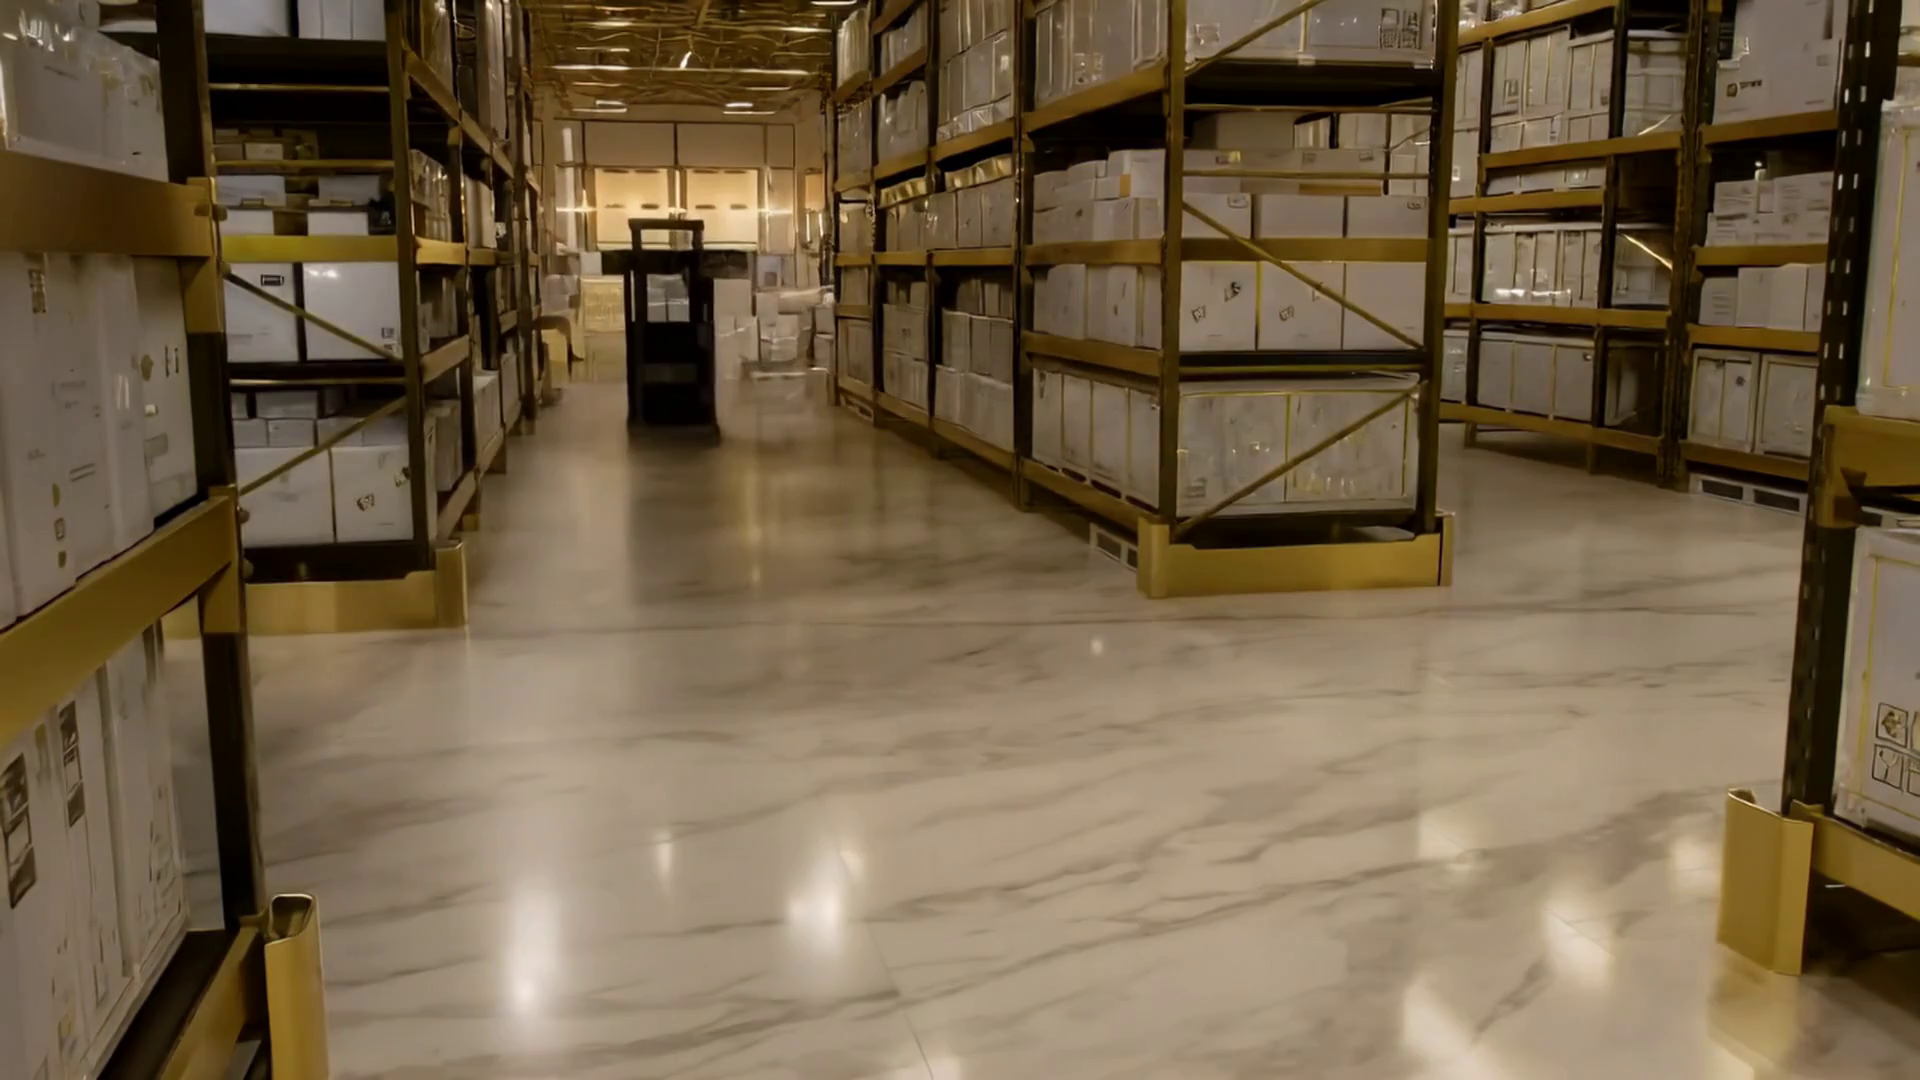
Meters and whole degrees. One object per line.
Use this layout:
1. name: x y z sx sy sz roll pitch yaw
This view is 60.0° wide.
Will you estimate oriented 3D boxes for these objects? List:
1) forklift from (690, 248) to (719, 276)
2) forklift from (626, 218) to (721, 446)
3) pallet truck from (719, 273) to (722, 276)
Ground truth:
1. forklift: -8.213 -8.018 53.693 1.129 2.768 1.873 -8 12 -40
2. forklift: -3.695 -2.676 21.135 1.129 2.768 1.873 -2 10 -12
3. pallet truck: -8.580 -8.986 62.280 1.885 1.965 0.823 1 9 5
